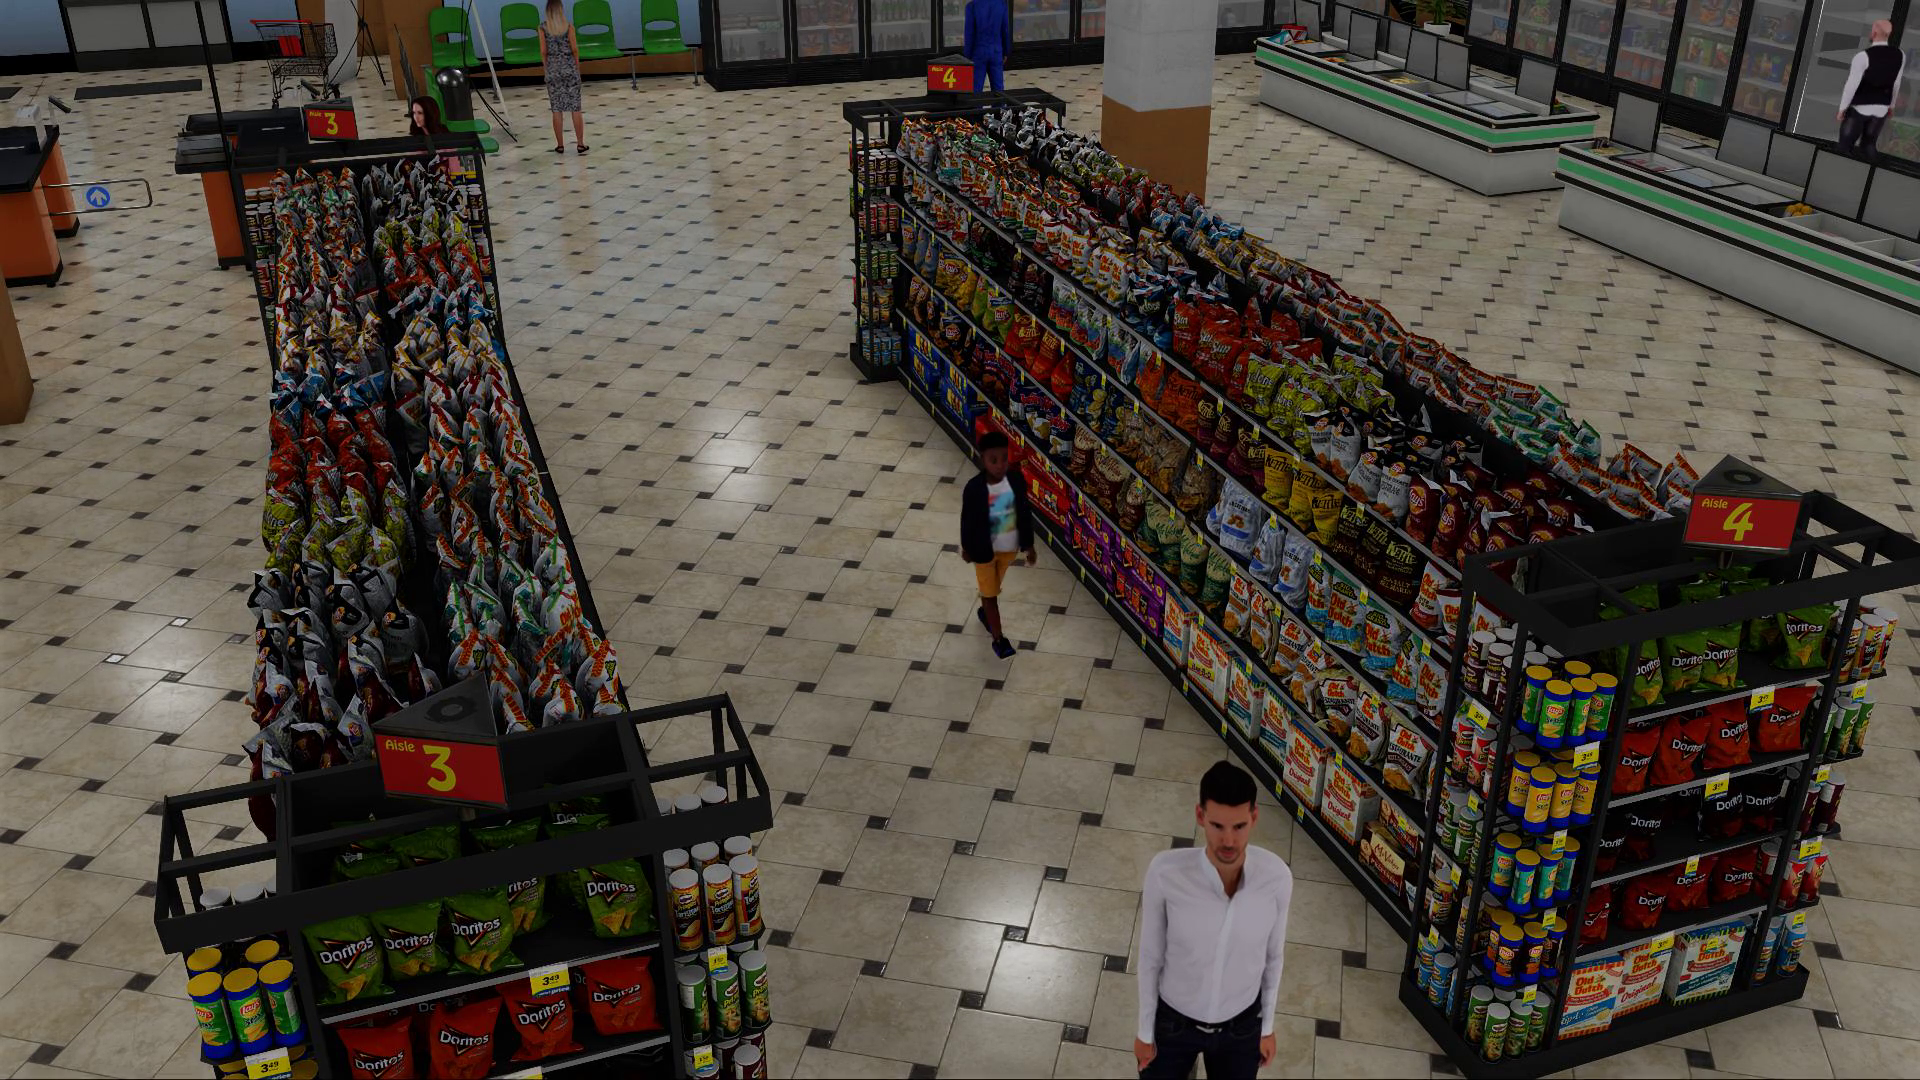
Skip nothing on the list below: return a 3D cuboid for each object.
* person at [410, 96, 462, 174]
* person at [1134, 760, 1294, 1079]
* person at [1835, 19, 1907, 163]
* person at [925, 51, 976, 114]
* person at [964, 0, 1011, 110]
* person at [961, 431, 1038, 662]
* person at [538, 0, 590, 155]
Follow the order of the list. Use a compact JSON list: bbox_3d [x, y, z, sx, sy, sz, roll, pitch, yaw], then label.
[{"bbox_3d":[-4.265,-2.740,13.664,0.693,1.802,0.721,8,28,16],"label":"person"},{"bbox_3d":[0.773,1.486,5.256,0.697,1.869,0.702,0,27,1],"label":"person"},{"bbox_3d":[9.108,-4.263,16.654,0.855,1.815,0.945,-2,27,-4],"label":"person"},{"bbox_3d":[-0.076,-3.387,14.836,0.761,1.897,0.814,11,29,21],"label":"person"},{"bbox_3d":[0.315,-5.682,19.435,0.723,1.829,0.549,-8,28,-15],"label":"person"},{"bbox_3d":[0.170,-0.016,8.911,0.554,1.243,0.862,-11,29,-21],"label":"person"},{"bbox_3d":[-4.459,-5.199,18.619,0.620,1.705,0.590,-1,27,-2],"label":"person"}]
